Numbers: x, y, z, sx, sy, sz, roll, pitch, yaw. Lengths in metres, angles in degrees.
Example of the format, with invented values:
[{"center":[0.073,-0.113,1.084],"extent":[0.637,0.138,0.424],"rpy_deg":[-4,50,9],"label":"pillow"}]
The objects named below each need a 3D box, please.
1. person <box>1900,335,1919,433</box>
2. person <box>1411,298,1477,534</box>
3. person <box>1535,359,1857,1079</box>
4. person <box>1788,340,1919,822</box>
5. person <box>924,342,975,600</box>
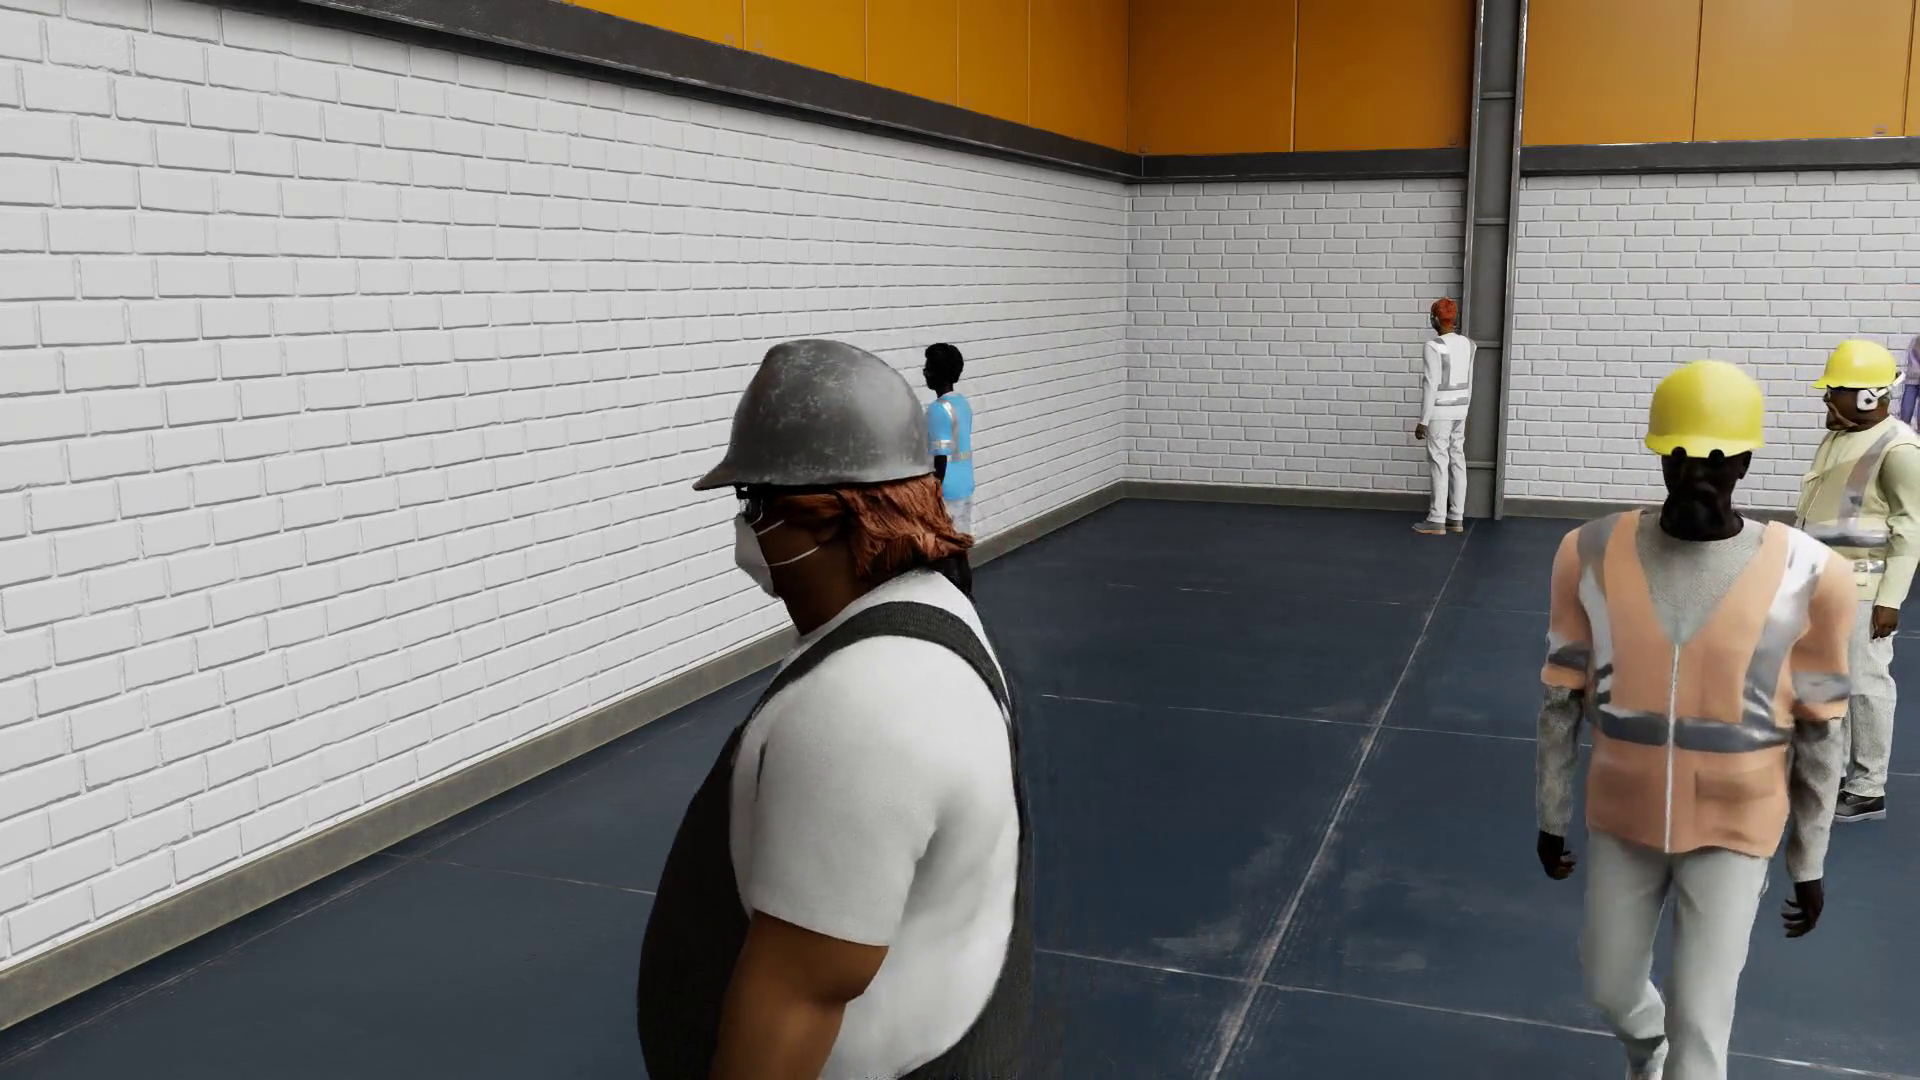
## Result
[{"center":[7.141,-0.823,11.905],"extent":[0.836,2.011,0.629],"rpy_deg":[-7,12,-39],"label":"person"},{"center":[3.877,-0.985,13.330],"extent":[0.573,1.885,0.356],"rpy_deg":[-6,11,-35],"label":"person"},{"center":[1.551,0.562,3.549],"extent":[0.596,1.911,0.715],"rpy_deg":[6,11,34],"label":"person"},{"center":[3.395,0.154,6.350],"extent":[0.403,1.827,0.599],"rpy_deg":[0,9,0],"label":"person"},{"center":[-0.084,-0.257,9.351],"extent":[0.316,1.695,0.542],"rpy_deg":[2,9,15],"label":"person"}]
